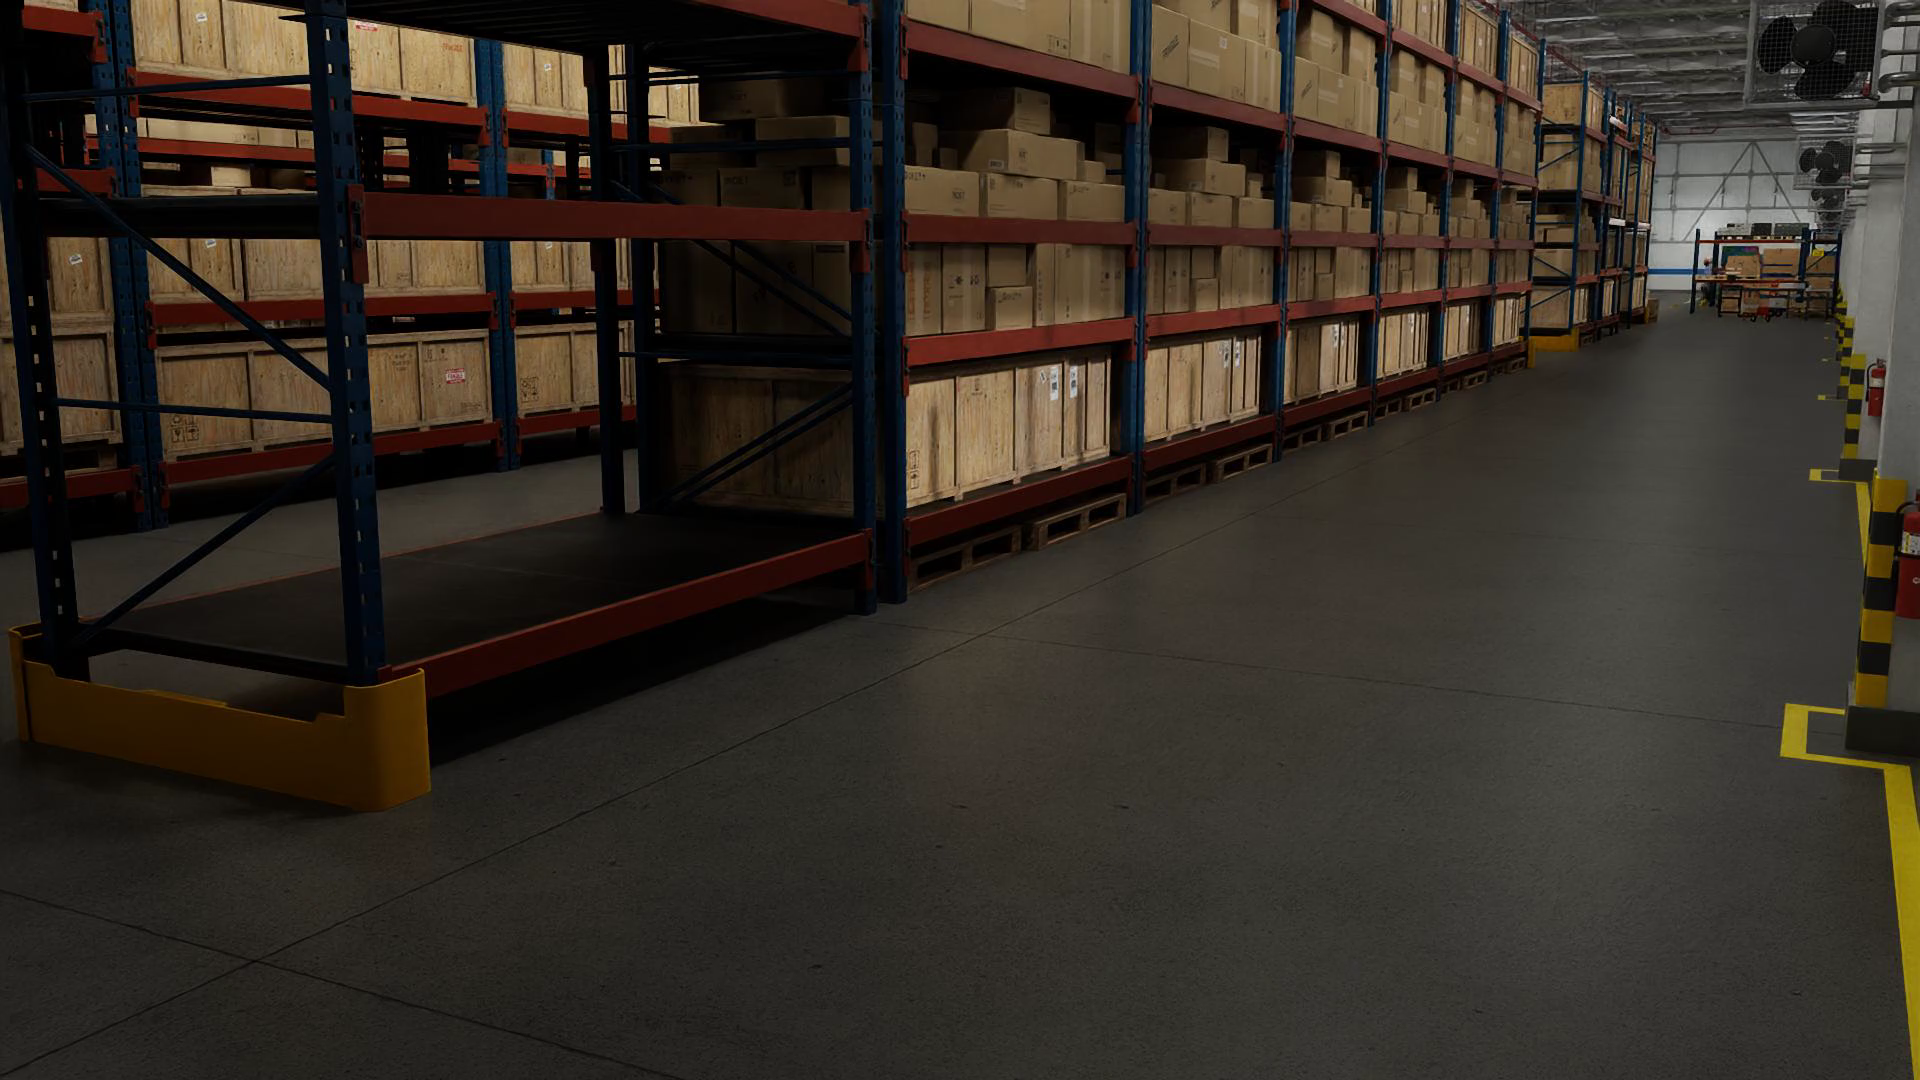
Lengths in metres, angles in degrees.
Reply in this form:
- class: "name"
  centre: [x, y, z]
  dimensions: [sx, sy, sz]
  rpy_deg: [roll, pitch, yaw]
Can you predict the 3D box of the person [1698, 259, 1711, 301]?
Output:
- class: "person"
  centre: [33.372, -11.650, 74.591]
  dimensions: [0.633, 1.909, 0.574]
  rpy_deg: [4, 10, 21]
